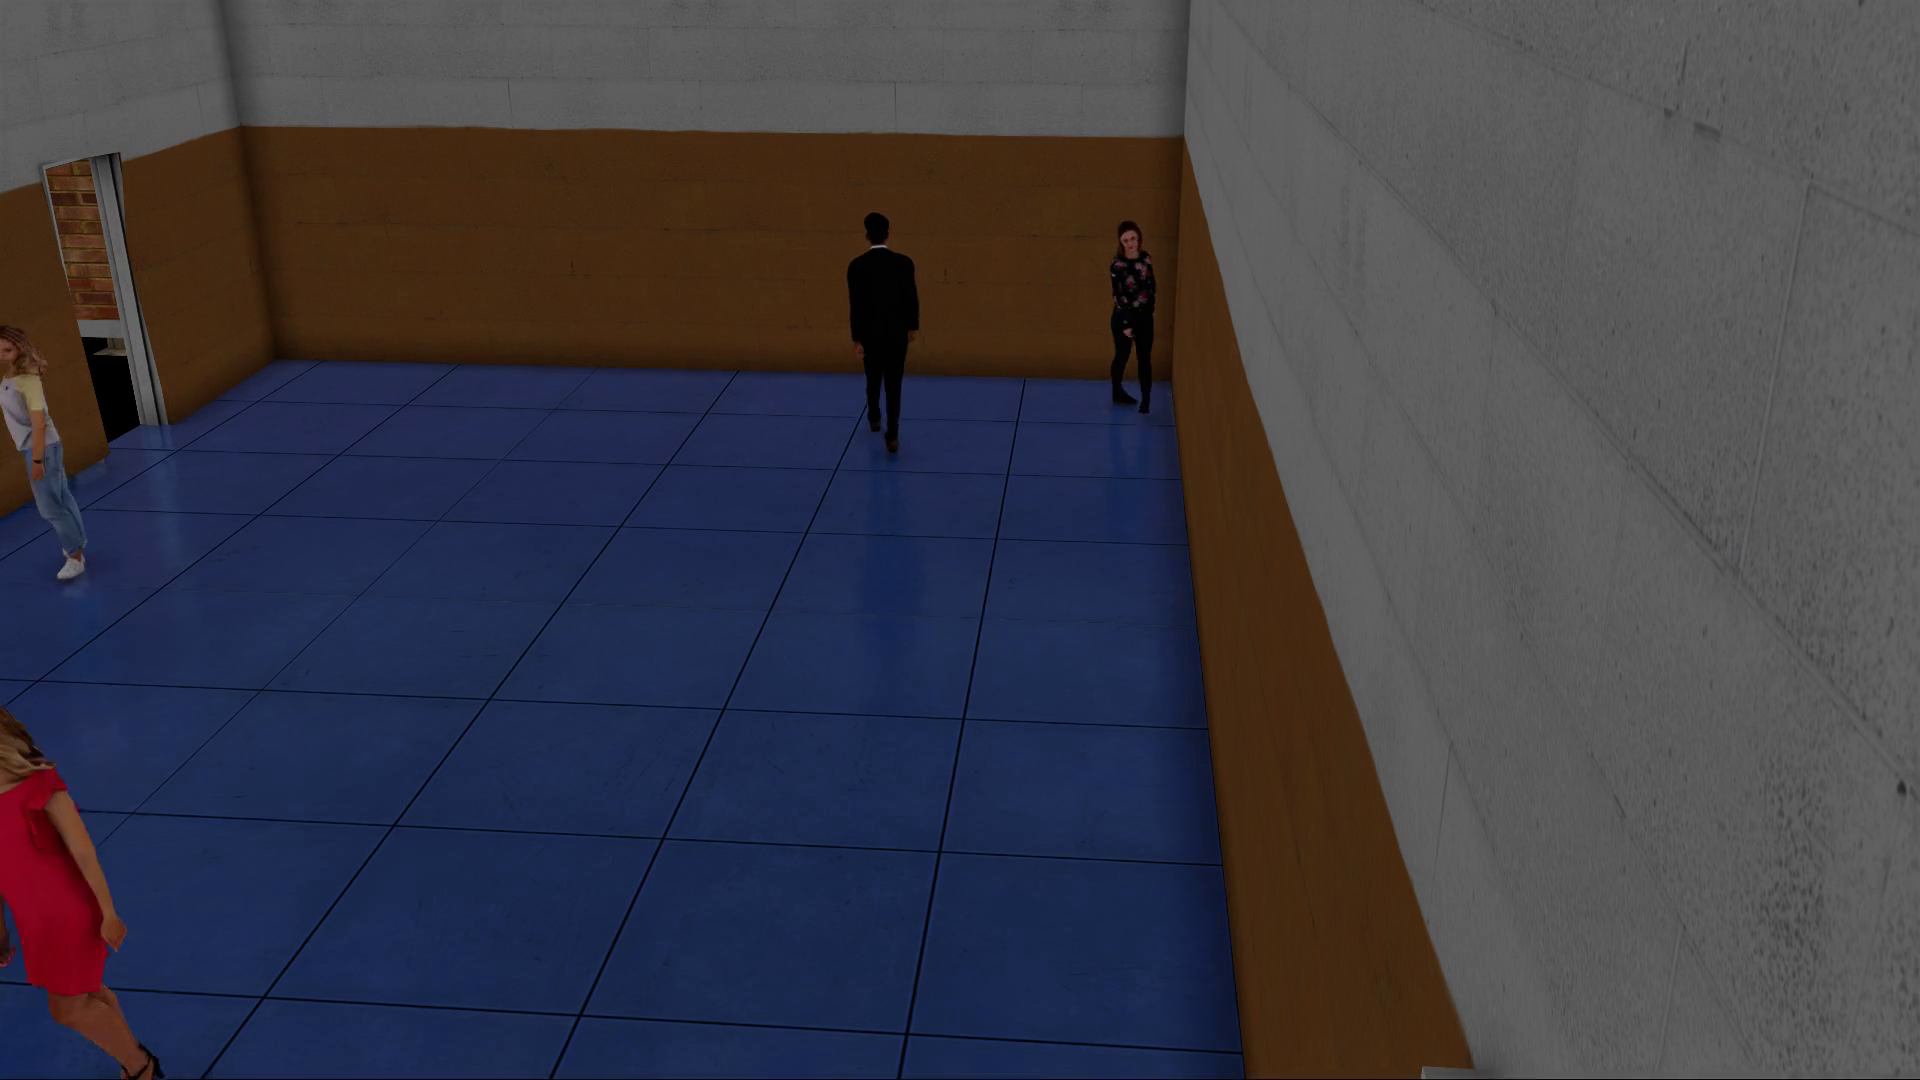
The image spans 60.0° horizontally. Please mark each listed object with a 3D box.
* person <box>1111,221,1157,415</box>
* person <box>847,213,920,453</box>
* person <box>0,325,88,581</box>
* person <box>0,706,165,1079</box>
[{"bbox_3d":[1.437,-1.884,14.037,0.976,1.635,0.919,-11,24,-26],"label":"person"},{"bbox_3d":[-0.576,-1.590,13.031,1.148,1.839,0.873,-1,22,-4],"label":"person"},{"bbox_3d":[-5.883,-0.593,10.708,0.844,1.705,0.834,-8,23,-20],"label":"person"},{"bbox_3d":[-3.182,1.334,5.960,0.657,1.686,0.822,2,22,5],"label":"person"}]
